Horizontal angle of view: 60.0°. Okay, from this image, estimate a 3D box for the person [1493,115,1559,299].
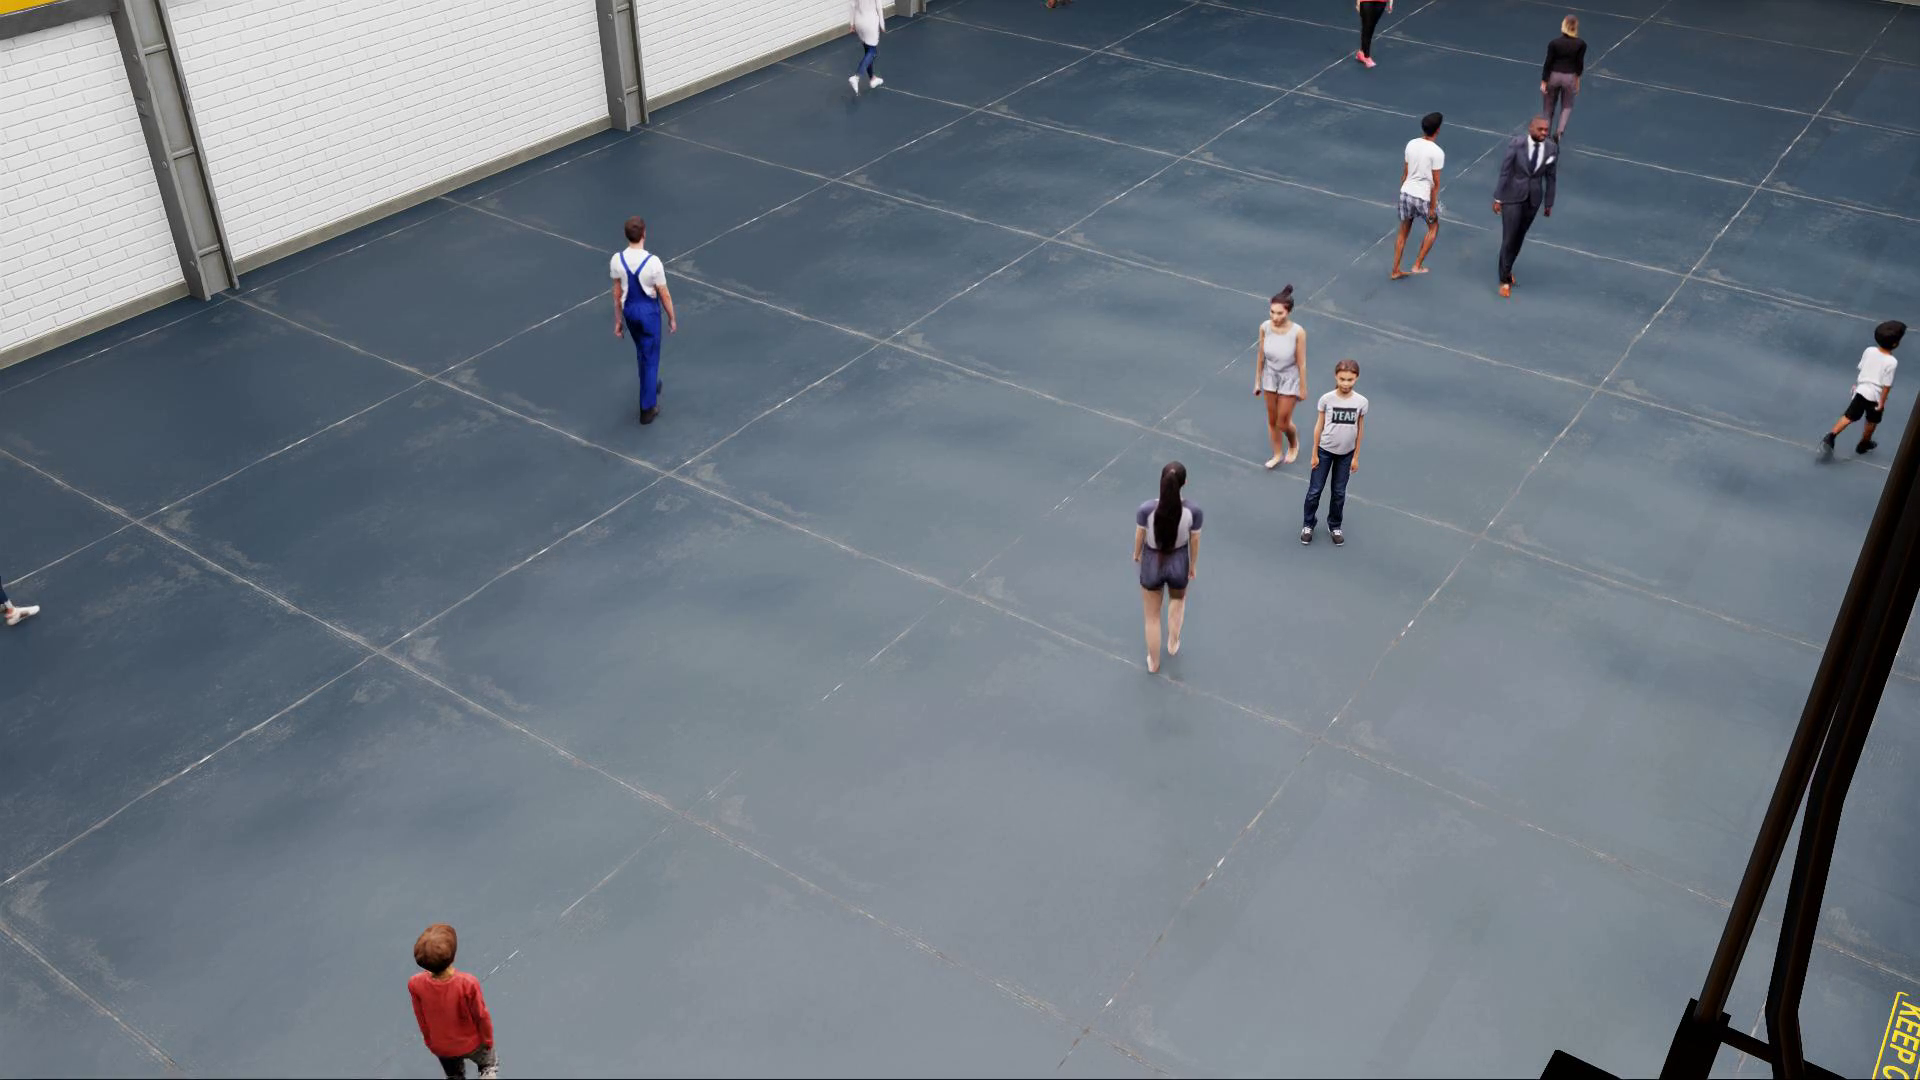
[{"bbox_3d":[5.602,-3.421,16.699,1.033,1.798,1.125,-2,34,-3],"label":"person"}]

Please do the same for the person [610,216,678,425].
[{"bbox_3d":[-2.761,-1.849,14.304,0.852,1.830,0.982,6,34,9],"label":"person"}]

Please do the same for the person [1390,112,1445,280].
[{"bbox_3d":[4.577,-3.428,16.785,0.792,1.714,0.772,-23,40,-30],"label":"person"}]

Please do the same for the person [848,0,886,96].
[{"bbox_3d":[-1.249,-6.665,21.618,0.620,1.754,1.031,19,38,27],"label":"person"}]

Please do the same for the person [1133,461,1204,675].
[{"bbox_3d":[1.402,0.240,11.336,0.725,1.637,0.775,0,34,0],"label":"person"}]

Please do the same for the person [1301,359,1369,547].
[{"bbox_3d":[2.885,-0.693,12.807,0.623,1.563,0.656,2,34,4],"label":"person"}]

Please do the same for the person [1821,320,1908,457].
[{"bbox_3d":[7.589,-1.244,13.921,0.899,1.246,0.740,-14,36,-20],"label":"person"}]

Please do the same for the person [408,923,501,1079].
[{"bbox_3d":[-2.488,2.479,8.174,0.719,1.408,0.800,-1,34,-2],"label":"person"}]

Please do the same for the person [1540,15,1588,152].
[{"bbox_3d":[7.138,-5.369,19.752,0.739,1.662,0.807,8,34,11],"label":"person"}]

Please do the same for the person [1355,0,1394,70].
[{"bbox_3d":[5.606,-7.348,22.724,0.991,1.669,1.005,-9,35,-14],"label":"person"}]

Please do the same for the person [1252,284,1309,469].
[{"bbox_3d":[2.701,-1.363,13.758,0.634,1.626,0.627,22,39,29],"label":"person"}]
